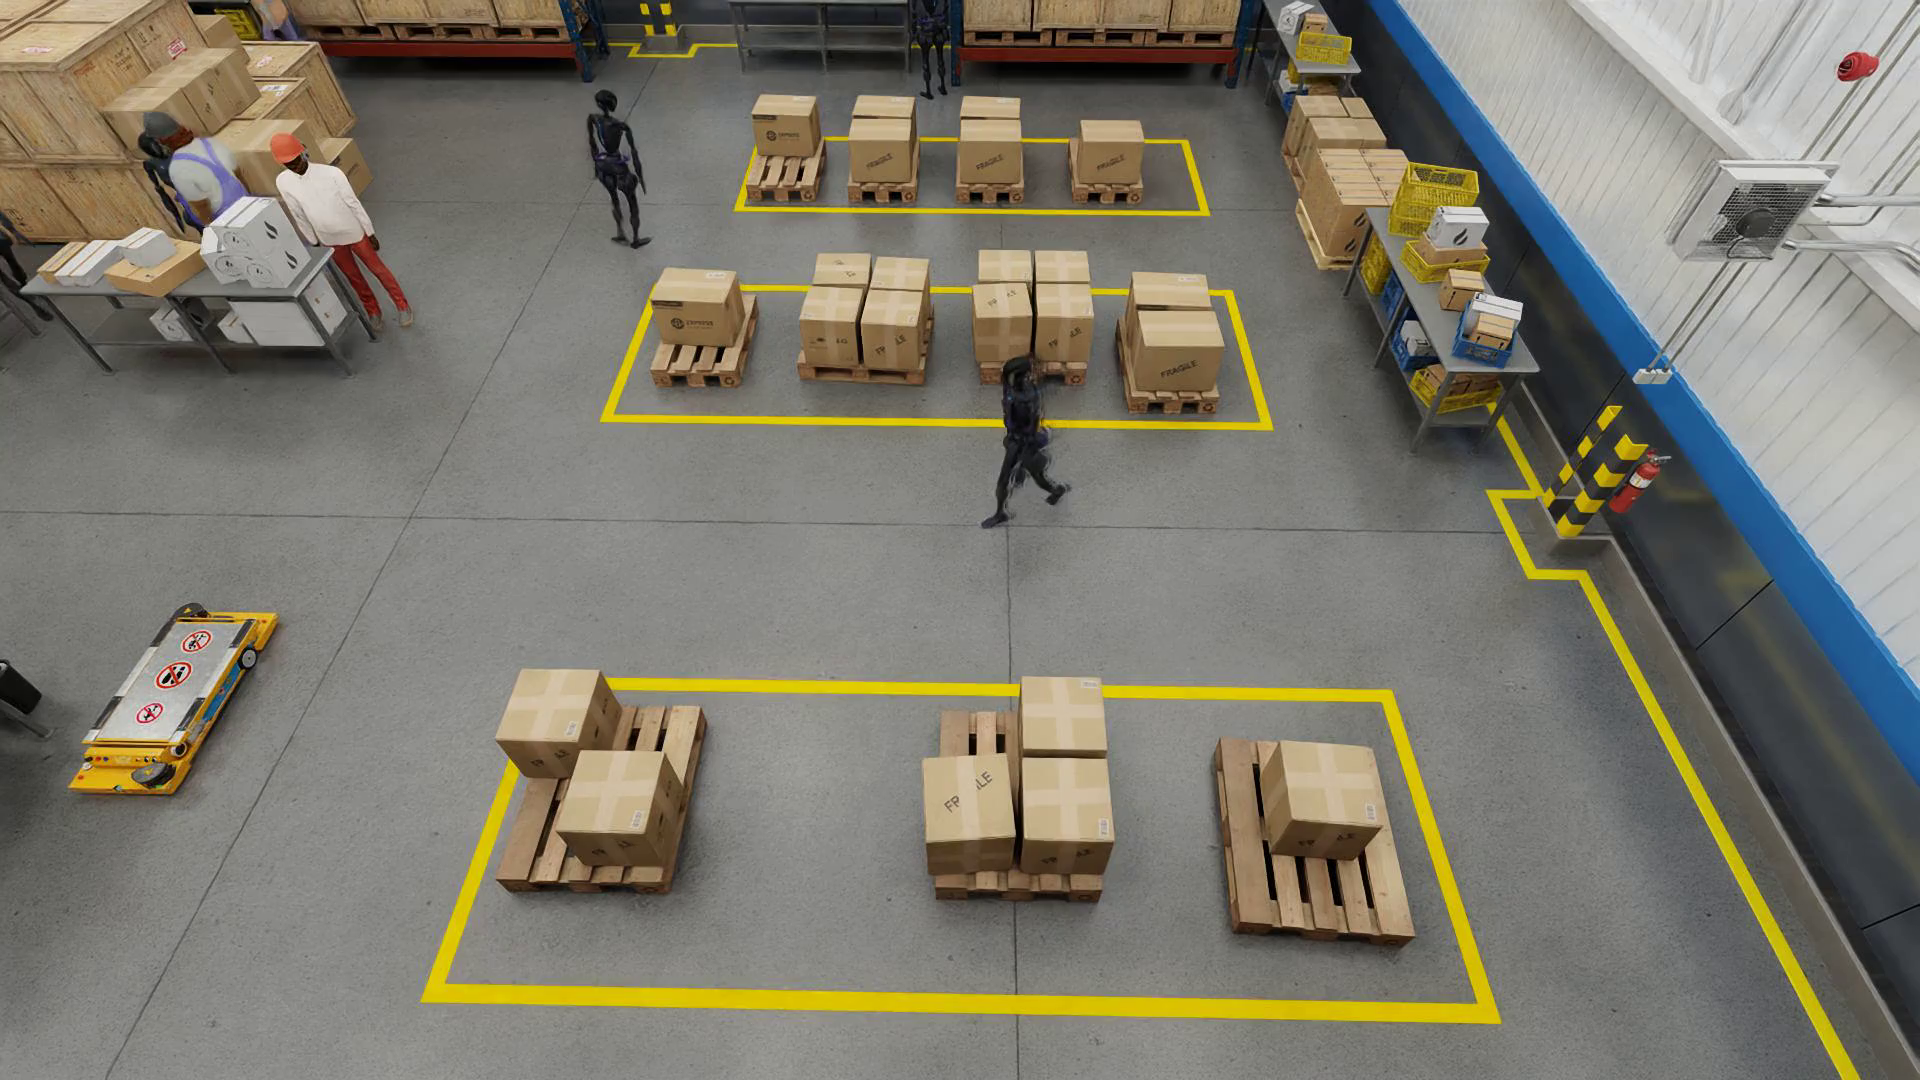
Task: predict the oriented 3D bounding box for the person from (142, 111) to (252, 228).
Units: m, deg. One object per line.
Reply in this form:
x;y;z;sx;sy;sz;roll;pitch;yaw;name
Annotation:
-7.076;-3.179;8.898;0.689;2.000;0.690;2;50;2;person

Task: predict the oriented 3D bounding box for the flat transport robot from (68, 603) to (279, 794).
-5.504;1.072;6.442;0.652;0.197;1.431;1;50;1;flat transport robot

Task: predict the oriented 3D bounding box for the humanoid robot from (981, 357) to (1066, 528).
0.544;-0.764;7.134;0.769;1.648;0.551;-29;56;-22;humanoid robot

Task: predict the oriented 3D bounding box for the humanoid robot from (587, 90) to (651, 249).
-3.676;-3.933;9.774;0.633;1.643;0.387;16;52;13;humanoid robot

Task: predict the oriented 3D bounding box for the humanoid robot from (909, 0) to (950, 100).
-0.395;-6.763;12.160;0.590;1.654;0.328;-24;54;-19;humanoid robot

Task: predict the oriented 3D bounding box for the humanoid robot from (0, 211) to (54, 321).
-9.624;-2.973;8.999;0.777;1.639;0.578;24;54;19;humanoid robot

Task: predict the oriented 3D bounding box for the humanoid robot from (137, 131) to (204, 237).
-7.640;-3.316;9.251;0.627;1.649;0.325;-2;50;-2;humanoid robot

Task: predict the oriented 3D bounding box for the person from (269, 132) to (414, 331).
-5.873;-2.888;8.690;0.616;1.990;0.394;-9;50;-8;person

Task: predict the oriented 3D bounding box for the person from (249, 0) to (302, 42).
-9.270;-6.965;12.194;0.821;1.890;0.599;-4;50;-3;person
